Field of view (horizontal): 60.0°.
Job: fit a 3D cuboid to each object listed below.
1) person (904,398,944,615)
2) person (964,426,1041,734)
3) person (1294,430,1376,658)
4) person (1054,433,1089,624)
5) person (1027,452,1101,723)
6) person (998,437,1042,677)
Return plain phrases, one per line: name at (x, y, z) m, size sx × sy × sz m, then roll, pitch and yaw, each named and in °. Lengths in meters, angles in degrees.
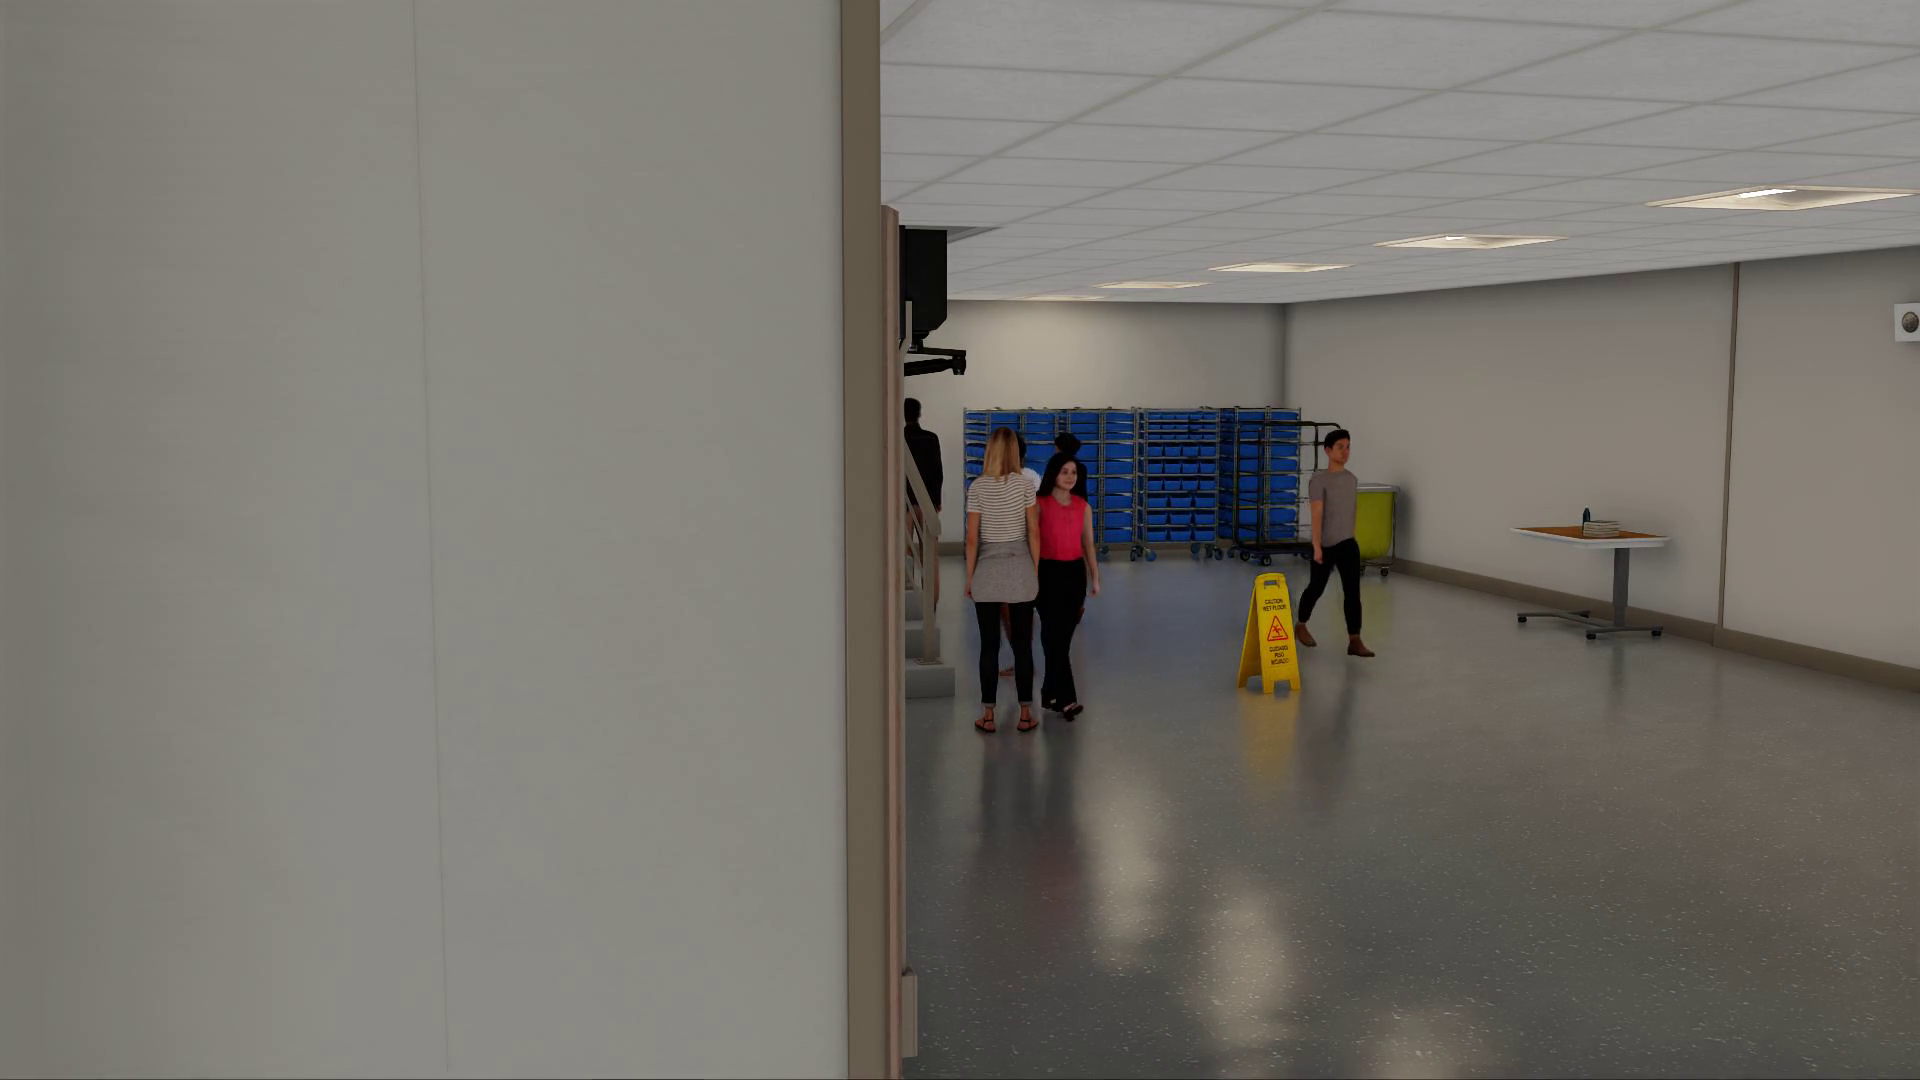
person at (-0.414, -0.304, 14.781) m, size 0.693 × 1.923 × 0.582 m, roll -2°, pitch 6°, yaw -18°
person at (0.263, 0.233, 9.934) m, size 0.657 × 1.826 × 0.612 m, roll 0°, pitch 6°, yaw 0°
person at (2.784, 0.035, 12.630) m, size 0.696 × 1.679 × 1.151 m, roll -2°, pitch 6°, yaw -22°
person at (0.908, -0.096, 14.137) m, size 0.662 × 1.639 × 0.713 m, roll -4°, pitch 7°, yaw -35°
person at (0.585, 0.291, 10.317) m, size 0.712 × 1.633 × 1.029 m, roll -3°, pitch 6°, yaw -26°
person at (0.440, 0.105, 11.806) m, size 0.807 × 1.704 × 0.841 m, roll -5°, pitch 8°, yaw -41°
